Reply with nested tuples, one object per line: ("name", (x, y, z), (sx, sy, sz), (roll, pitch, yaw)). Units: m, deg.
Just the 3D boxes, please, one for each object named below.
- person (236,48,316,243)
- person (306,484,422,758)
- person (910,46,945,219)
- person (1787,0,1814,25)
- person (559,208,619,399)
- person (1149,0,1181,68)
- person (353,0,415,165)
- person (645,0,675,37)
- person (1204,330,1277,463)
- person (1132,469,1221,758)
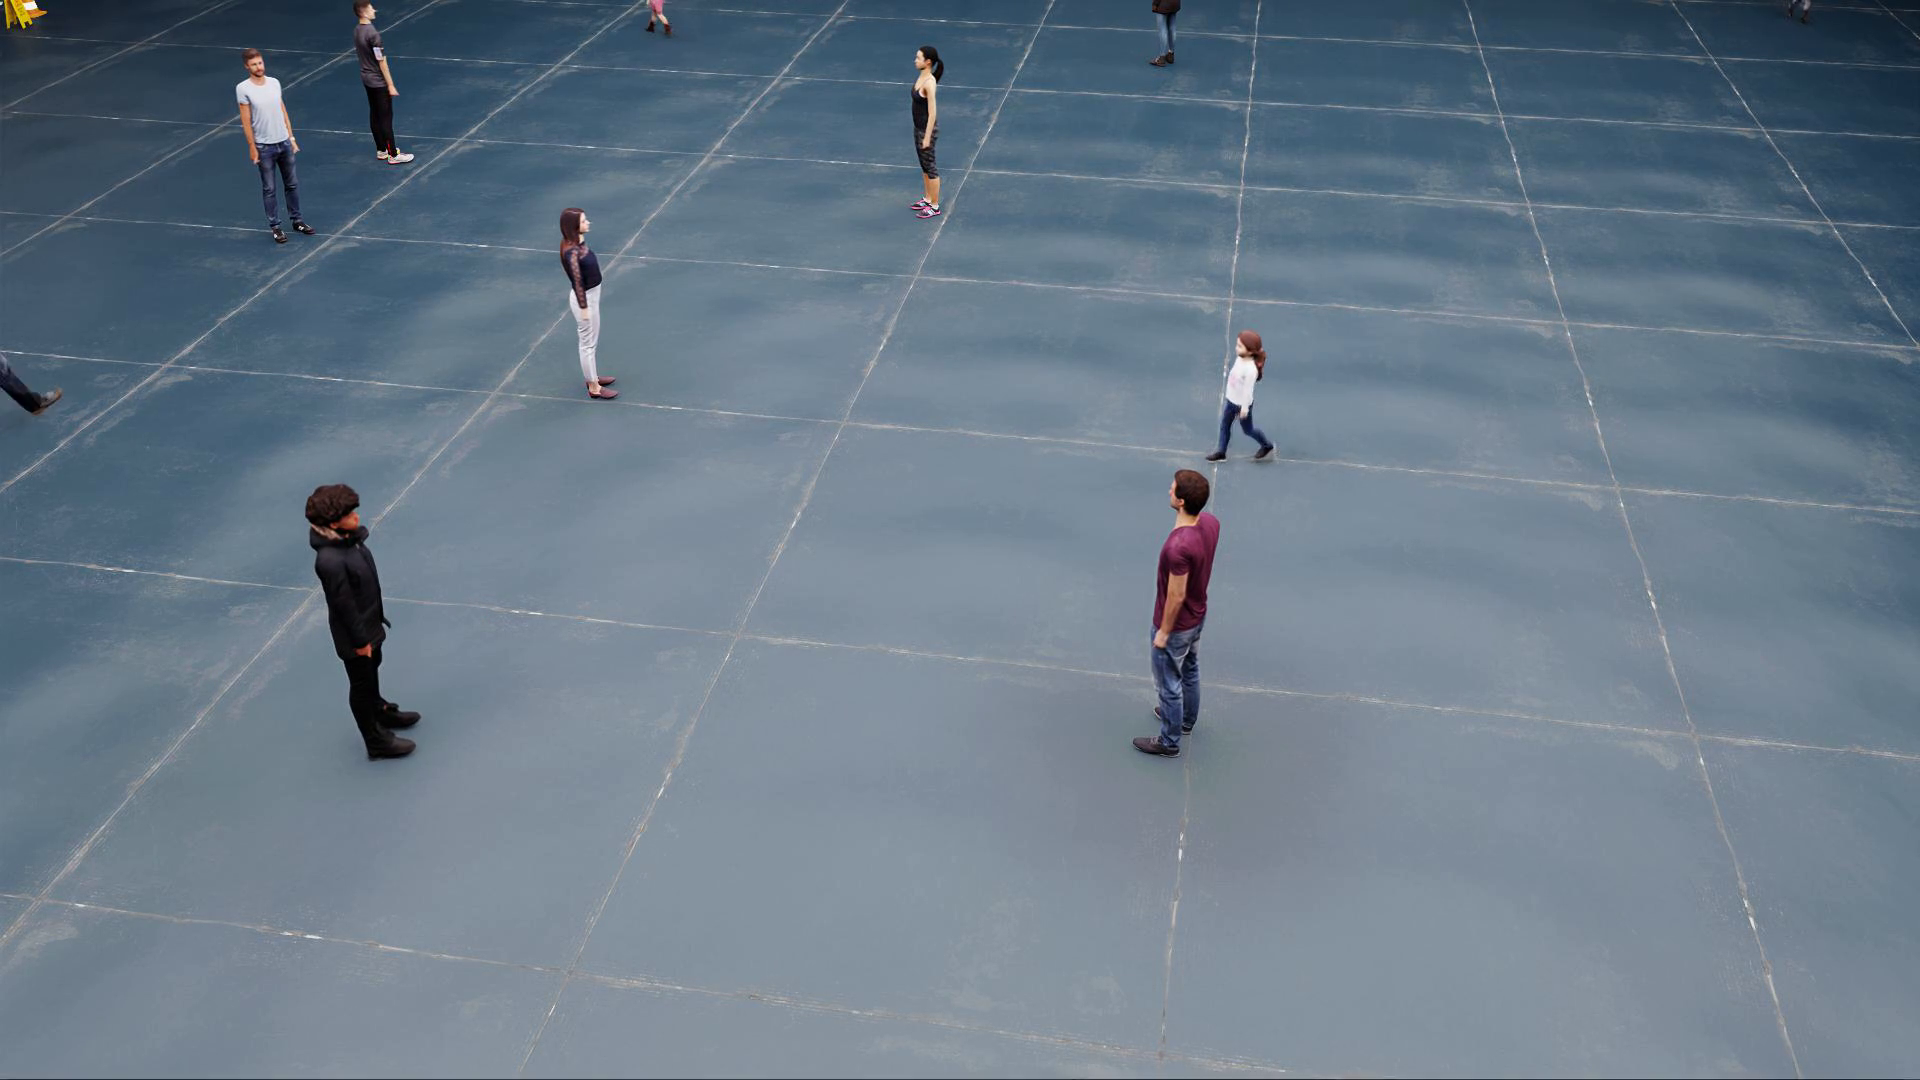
("person", (-6.782, -3.899, 16.372), (0.730, 1.865, 0.721), (26, 40, 35))
("person", (-3.476, 0.456, 9.554), (0.686, 1.774, 0.694), (-5, 33, -8))
("person", (-0.331, -4.159, 16.913), (0.674, 1.729, 0.655), (-8, 33, -13))
("person", (11.888, -7.907, 23.282), (0.688, 1.273, 0.699), (-8, 33, -12))
("person", (-3.024, -1.928, 13.489), (0.669, 1.608, 0.673), (-7, 33, -11))
("person", (2.668, -6.966, 21.450), (0.744, 1.636, 0.782), (-27, 41, -36))
("person", (-6.407, -5.035, 18.269), (0.784, 1.764, 0.693), (-26, 41, -35))
("person", (-4.134, -7.407, 22.735), (0.807, 1.011, 0.595), (17, 36, 25))
("person", (2.182, -1.073, 12.616), (0.826, 1.094, 0.634), (-8, 33, -12))
("person", (1.268, 0.417, 9.541), (0.679, 1.855, 0.723), (17, 36, 25))
